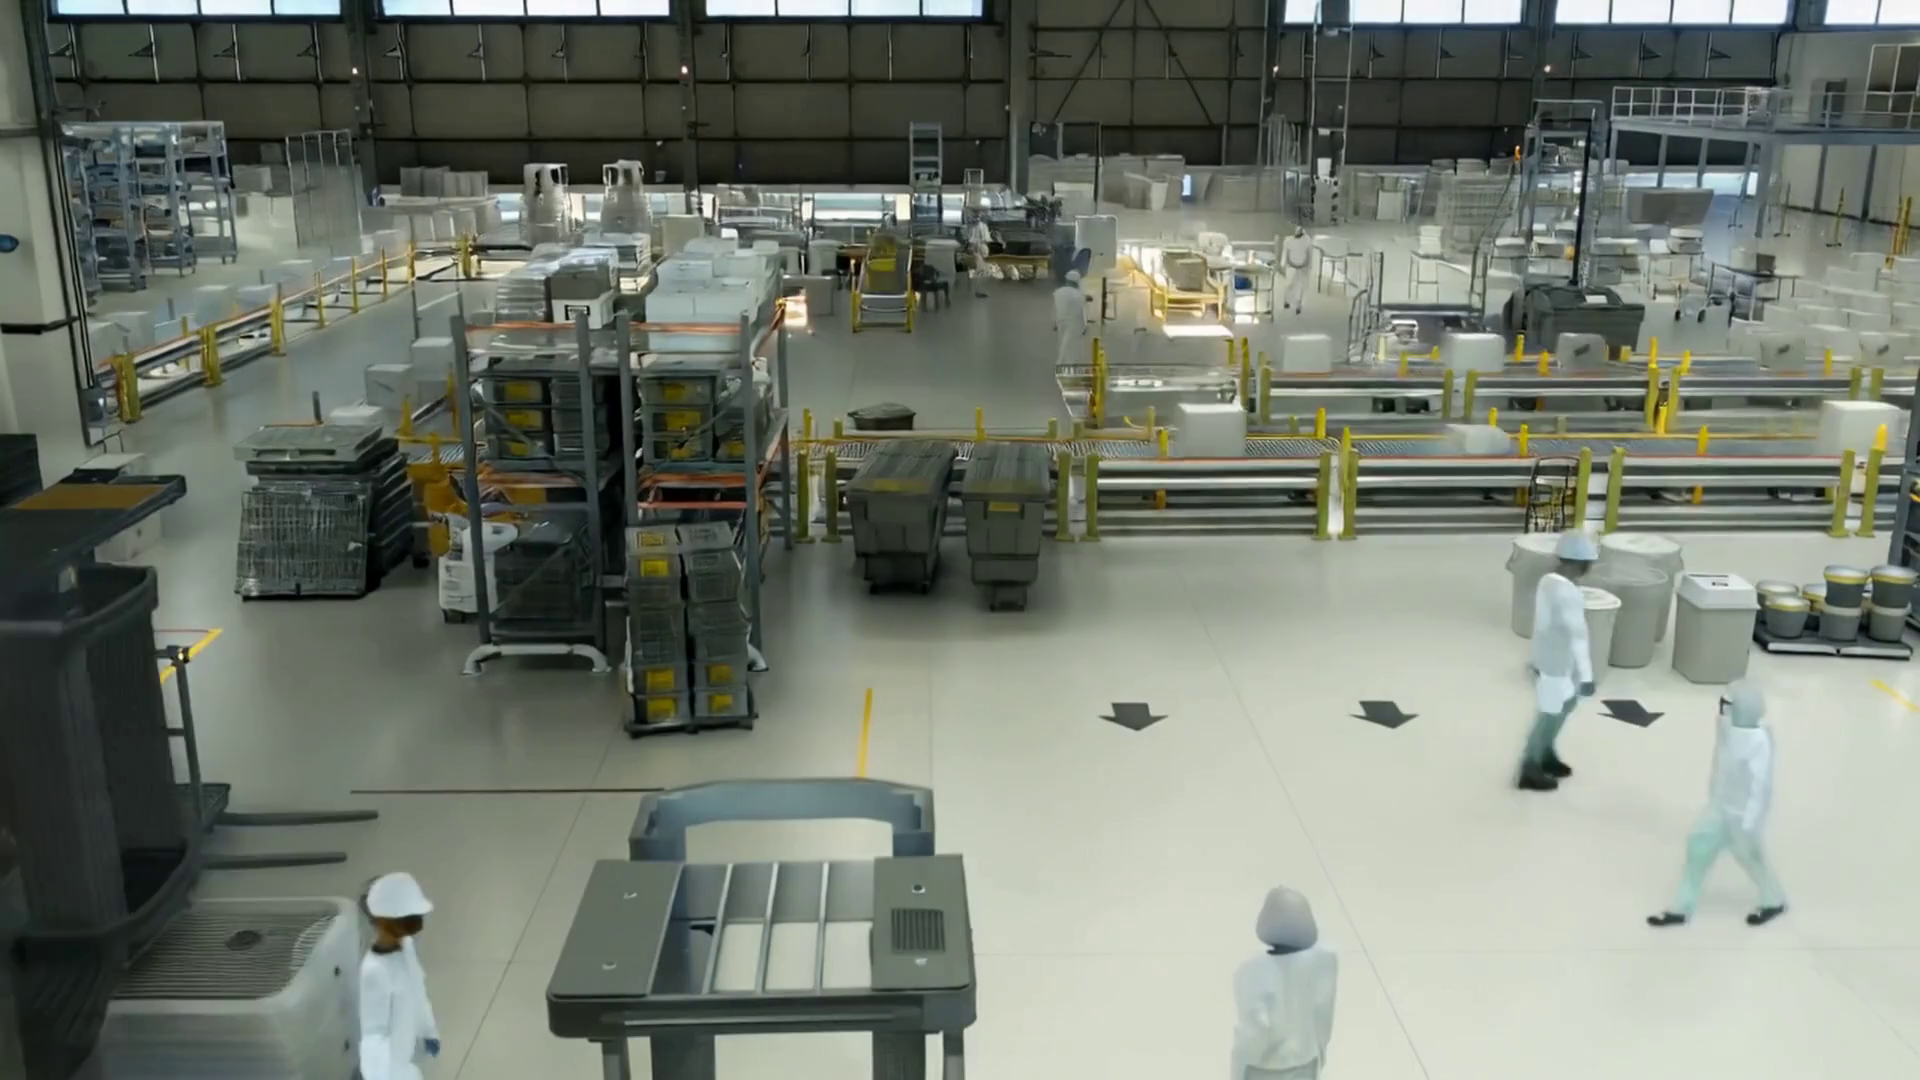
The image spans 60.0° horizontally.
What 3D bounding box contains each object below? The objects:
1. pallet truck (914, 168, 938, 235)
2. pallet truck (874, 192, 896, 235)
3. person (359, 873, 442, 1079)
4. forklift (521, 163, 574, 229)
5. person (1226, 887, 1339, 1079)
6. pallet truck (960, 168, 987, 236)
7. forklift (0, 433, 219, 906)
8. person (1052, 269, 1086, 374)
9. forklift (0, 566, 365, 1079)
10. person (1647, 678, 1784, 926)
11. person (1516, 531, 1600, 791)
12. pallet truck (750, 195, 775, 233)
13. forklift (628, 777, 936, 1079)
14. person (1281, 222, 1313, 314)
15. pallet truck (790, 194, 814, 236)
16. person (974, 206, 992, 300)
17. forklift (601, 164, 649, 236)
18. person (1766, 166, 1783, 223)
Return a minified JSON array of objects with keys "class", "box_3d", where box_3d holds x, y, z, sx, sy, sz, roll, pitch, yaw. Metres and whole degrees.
[{"class":"pallet truck","box_3d":[-0.989,-10.316,50.507,0.823,1.965,1.885,1,16,3]},{"class":"pallet truck","box_3d":[-2.277,-9.986,50.594,0.653,1.274,1.630,0,16,-1]},{"class":"person","box_3d":[-2.362,2.259,7.259,0.697,1.739,0.539,-2,16,-7]},{"class":"forklift","box_3d":[-12.233,-10.122,49.298,1.157,1.987,2.680,0,16,-1]},{"class":"person","box_3d":[1.416,2.284,7.352,0.505,1.635,0.277,-6,17,-20]},{"class":"pallet truck","box_3d":[0.383,-10.230,50.206,0.823,1.965,1.885,-1,16,-3]},{"class":"forklift","box_3d":[-5.952,0.780,10.366,1.873,2.768,1.129,0,16,-1]},{"class":"person","box_3d":[1.769,-3.521,27.210,0.613,1.815,0.510,9,18,27]},{"class":"forklift","box_3d":[-3.863,1.568,7.627,1.873,2.768,1.129,0,16,-1]},{"class":"person","box_3d":[4.621,1.574,9.895,0.833,1.593,0.510,-3,16,-10]},{"class":"person","box_3d":[4.283,0.872,11.773,0.625,1.916,0.569,0,16,1]},{"class":"pallet truck","box_3d":[-6.051,-9.967,50.660,0.680,1.201,1.601,0,16,-1]},{"class":"forklift","box_3d":[-0.542,2.165,5.552,1.129,2.768,1.873,-1,16,-2]},{"class":"person","box_3d":[6.980,-5.665,34.564,0.646,1.882,0.776,1,16,4]},{"class":"pallet truck","box_3d":[-4.814,-9.883,50.259,0.704,1.261,1.522,-1,16,-3]},{"class":"person","box_3d":[0.515,-6.279,36.402,0.385,2.039,0.607,1,16,5]},{"class":"forklift","box_3d":[-9.948,-10.127,49.296,1.157,1.987,2.680,-1,16,-3]},{"class":"person","box_3d":[26.368,-11.200,53.958,0.530,1.801,0.981,2,16,8]}]
